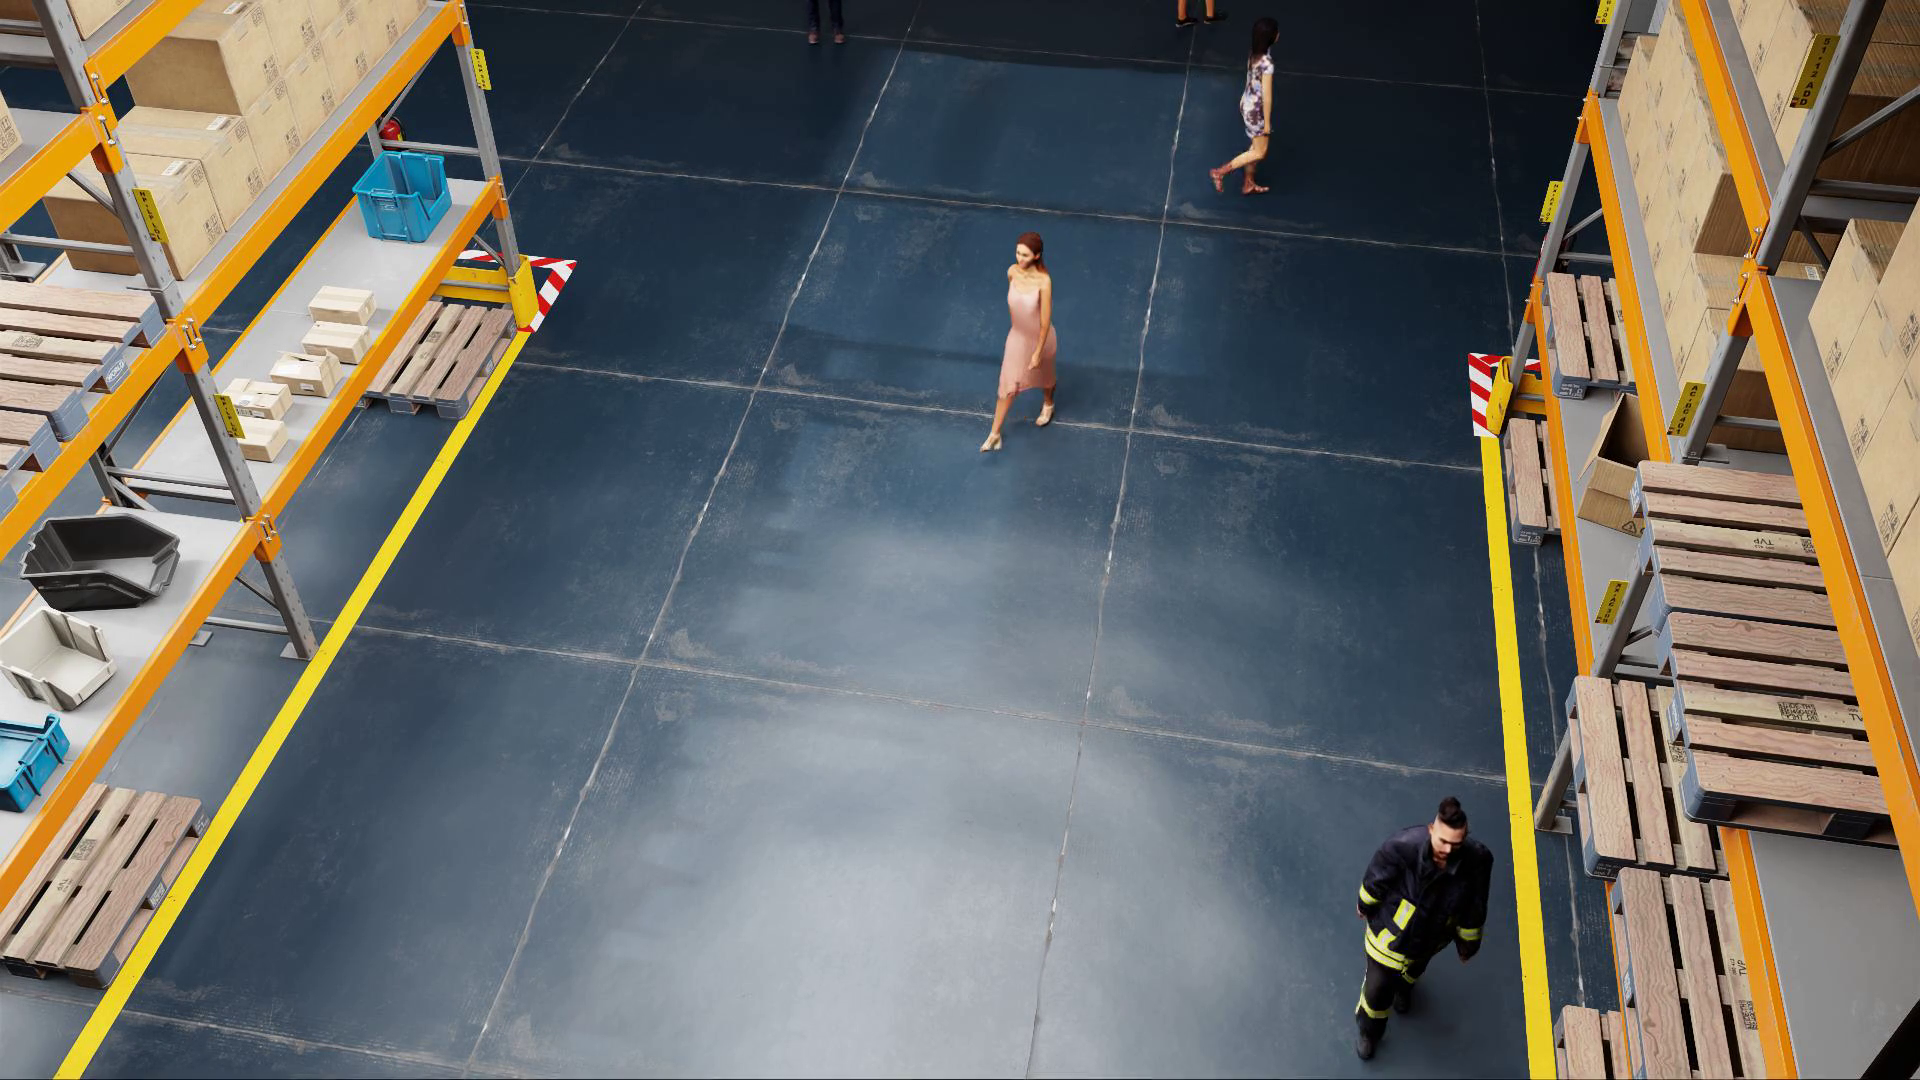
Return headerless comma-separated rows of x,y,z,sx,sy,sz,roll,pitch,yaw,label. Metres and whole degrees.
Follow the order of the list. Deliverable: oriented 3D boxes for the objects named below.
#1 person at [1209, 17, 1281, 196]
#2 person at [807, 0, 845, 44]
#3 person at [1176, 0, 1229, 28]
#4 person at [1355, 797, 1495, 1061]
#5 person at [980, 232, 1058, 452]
2.554,-3.793,14.764,0.800,1.719,0.847,-4,44,-5,person
-1.428,-5.988,16.978,0.824,1.842,0.779,-5,44,-5,person
2.415,-6.106,17.239,0.891,1.653,0.857,-19,47,-19,person
2.398,1.890,8.708,0.783,1.843,0.844,5,44,6,person
0.595,-1.514,12.322,0.892,1.787,1.160,26,49,24,person
